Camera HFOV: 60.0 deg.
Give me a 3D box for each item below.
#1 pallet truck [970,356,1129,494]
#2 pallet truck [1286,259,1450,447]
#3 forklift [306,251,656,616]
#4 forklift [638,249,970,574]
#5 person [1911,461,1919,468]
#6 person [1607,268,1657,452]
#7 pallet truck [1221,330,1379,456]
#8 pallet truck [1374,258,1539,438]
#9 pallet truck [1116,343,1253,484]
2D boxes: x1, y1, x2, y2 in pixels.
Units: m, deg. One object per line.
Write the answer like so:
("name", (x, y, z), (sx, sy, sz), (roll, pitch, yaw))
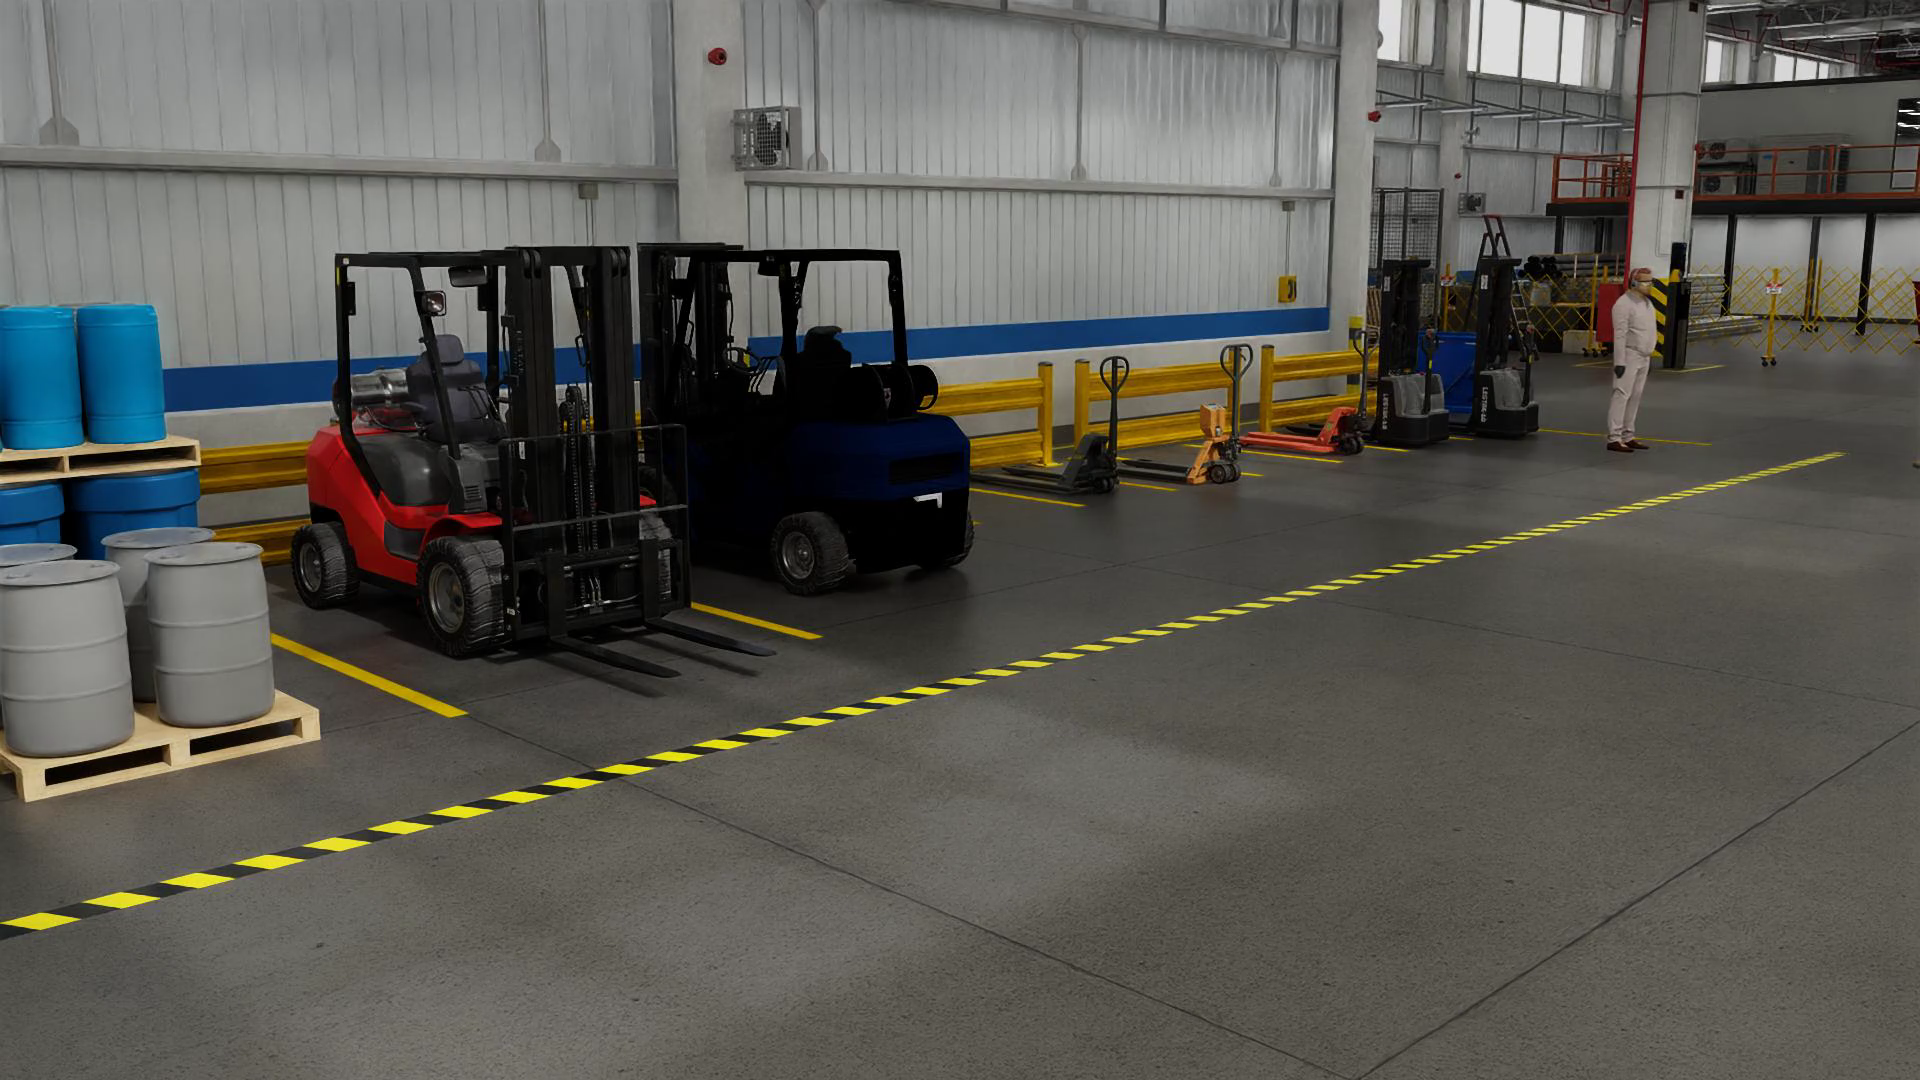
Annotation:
("pallet truck", (0.784, -1.085, 14.876), (0.680, 1.201, 1.601), (-10, 14, -44))
("pallet truck", (4.493, -2.078, 18.196), (0.823, 1.965, 1.885), (-9, 14, -40))
("forklift", (-2.833, -0.669, 9.694), (1.157, 1.987, 2.680), (-10, 14, -44))
("forklift", (-1.173, -0.958, 11.239), (2.680, 1.987, 1.157), (10, 14, 43))
("person", (9.377, -1.655, 15.778), (0.393, 2.039, 0.611), (-1, 10, -7))
("person", (7.030, -1.872, 17.317), (0.645, 1.907, 0.400), (-9, 14, -40))
("pallet truck", (3.563, -1.581, 17.381), (0.653, 1.274, 1.630), (-10, 14, -44))
("pallet truck", (5.704, -2.208, 18.901), (1.885, 1.965, 0.823), (10, 14, 43))
("pallet truck", (1.962, -1.215, 15.415), (1.522, 1.261, 0.704), (10, 14, 43))
